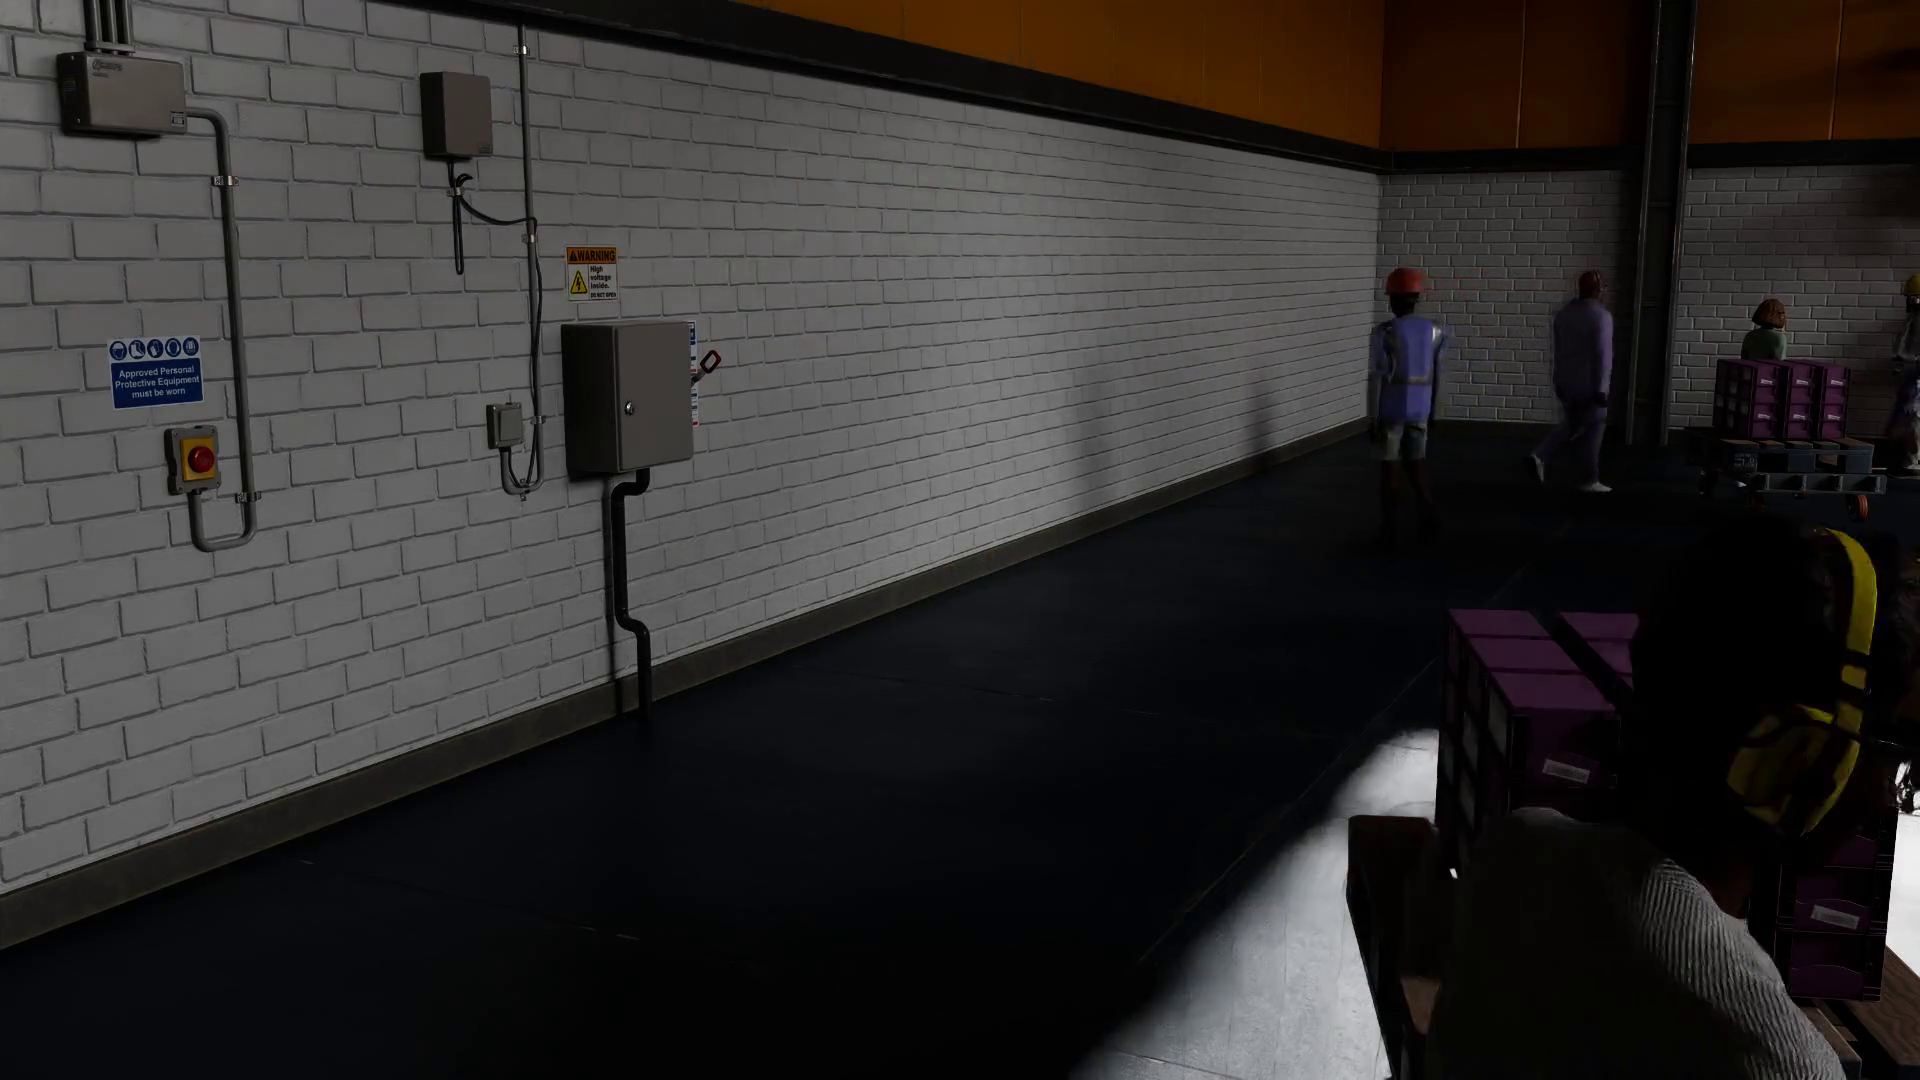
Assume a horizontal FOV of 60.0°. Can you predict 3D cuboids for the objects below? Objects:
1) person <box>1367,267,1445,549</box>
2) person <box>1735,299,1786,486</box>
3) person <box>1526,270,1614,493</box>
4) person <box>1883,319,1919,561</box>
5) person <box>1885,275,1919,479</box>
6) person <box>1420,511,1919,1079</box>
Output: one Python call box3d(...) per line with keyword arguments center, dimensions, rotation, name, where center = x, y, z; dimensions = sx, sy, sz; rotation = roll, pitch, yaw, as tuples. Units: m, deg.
box3d(center=(3.007, -0.873, 11.255), dimensions=(0.561, 1.927, 0.523), rotation=(-3, 10, -14), name="person")
box3d(center=(6.888, -1.247, 14.270), dimensions=(0.284, 1.634, 0.498), rotation=(-2, 10, -13), name="person")
box3d(center=(5.202, -1.326, 14.019), dimensions=(0.617, 1.892, 0.649), rotation=(-3, 10, -16), name="person")
box3d(center=(6.120, -0.773, 10.410), dimensions=(0.533, 2.014, 0.728), rotation=(-2, 10, -13), name="person")
box3d(center=(8.559, -1.456, 14.924), dimensions=(0.404, 1.827, 0.590), rotation=(6, 12, 33), name="person")
box3d(center=(0.597, 0.881, 1.435), dimensions=(0.938, 1.816, 0.494), rotation=(-2, 10, -11), name="person")
